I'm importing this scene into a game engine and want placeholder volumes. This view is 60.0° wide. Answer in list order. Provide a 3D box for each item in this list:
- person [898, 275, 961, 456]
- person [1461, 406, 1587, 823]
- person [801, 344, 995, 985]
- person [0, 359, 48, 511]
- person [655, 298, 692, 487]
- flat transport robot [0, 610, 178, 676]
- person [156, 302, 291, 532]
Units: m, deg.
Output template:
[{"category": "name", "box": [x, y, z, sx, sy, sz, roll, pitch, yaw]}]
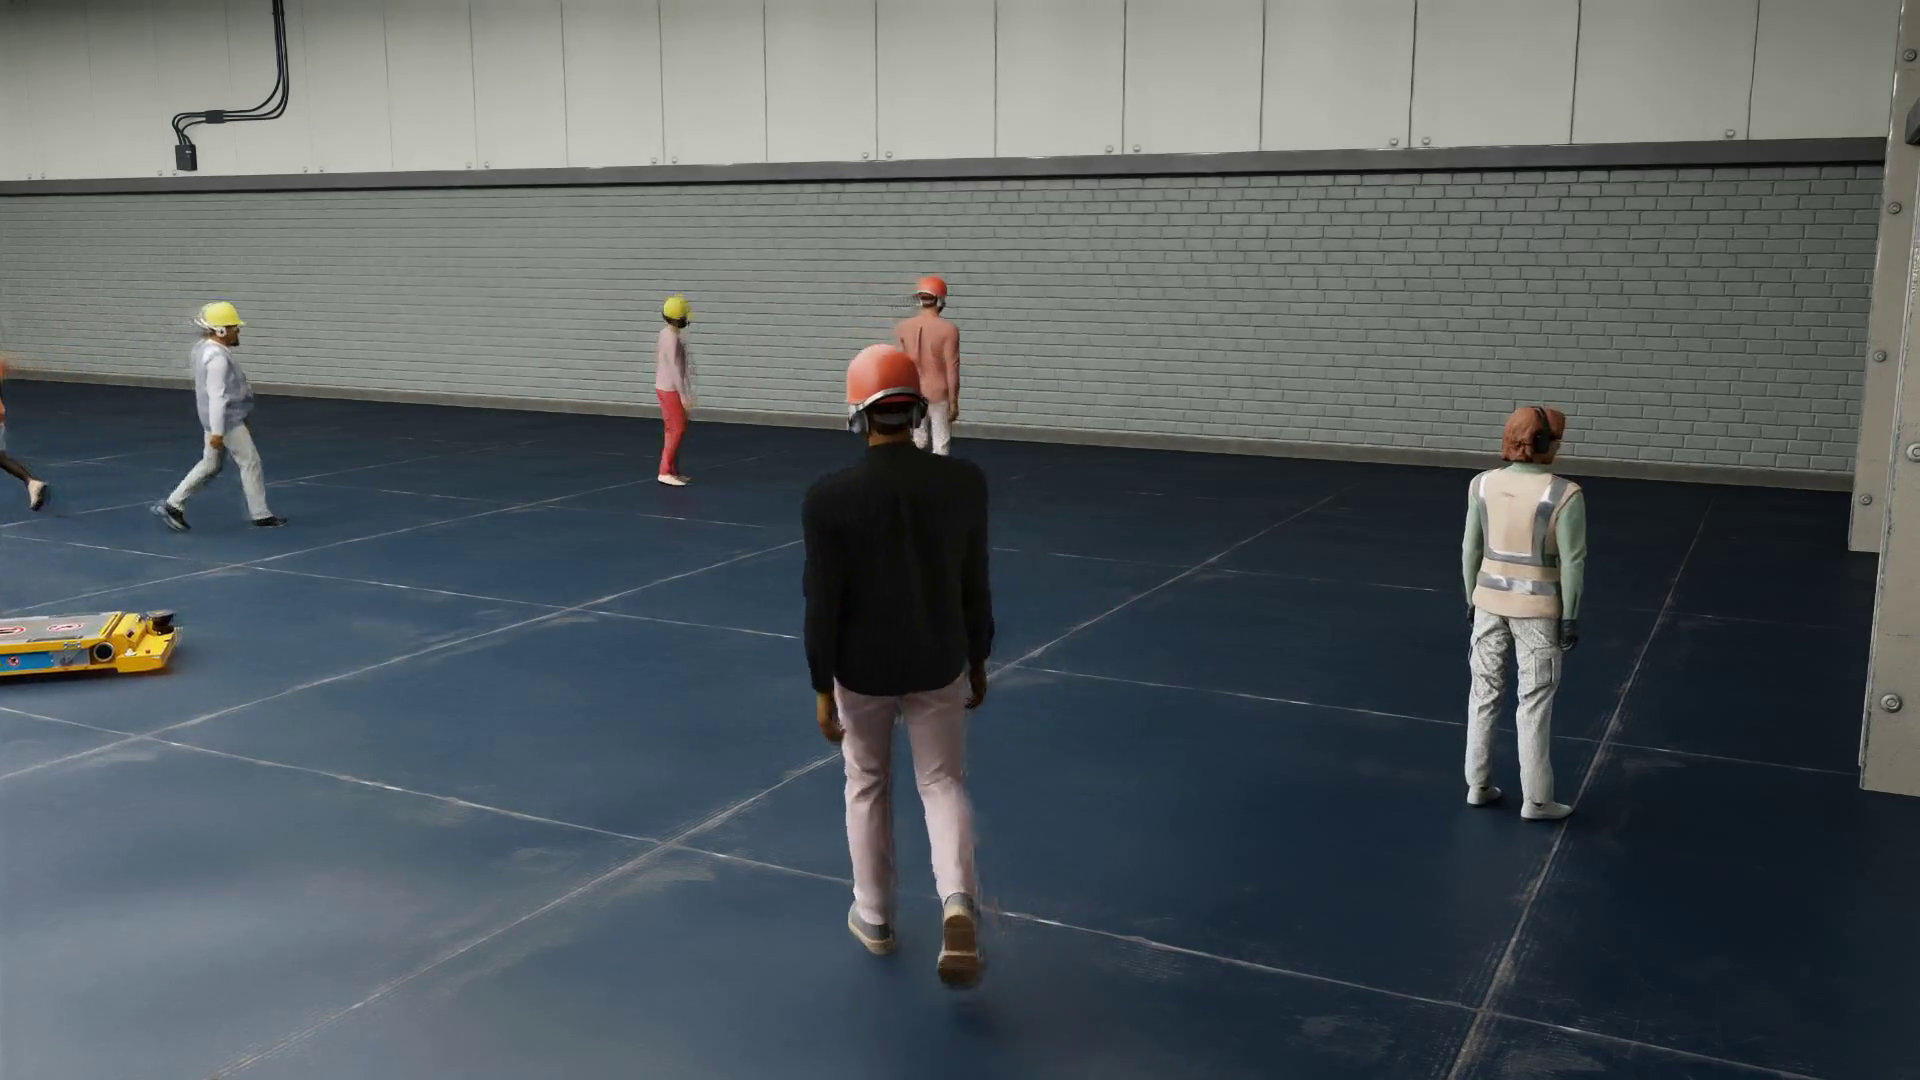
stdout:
[{"category": "person", "box": [-0.290, -1.197, 13.763, 0.617, 1.977, 0.647, 7, 13, 35]}, {"category": "person", "box": [2.208, 0.290, 6.566, 0.315, 1.636, 0.515, -8, 13, -38]}, {"category": "person", "box": [-0.173, 0.388, 5.108, 0.617, 1.970, 0.761, -3, 11, -14]}, {"category": "person", "box": [-7.811, -0.987, 13.398, 0.634, 1.684, 0.541, 1, 10, 4]}, {"category": "person", "box": [-2.650, -1.350, 15.278, 0.375, 1.726, 0.568, -4, 11, -20]}, {"category": "flat transport robot", "box": [-4.958, 0.568, 8.778, 1.431, 0.197, 0.652, -3, 11, -18]}, {"category": "person", "box": [-5.782, -0.944, 12.890, 0.886, 1.797, 0.582, -7, 12, -32]}]
